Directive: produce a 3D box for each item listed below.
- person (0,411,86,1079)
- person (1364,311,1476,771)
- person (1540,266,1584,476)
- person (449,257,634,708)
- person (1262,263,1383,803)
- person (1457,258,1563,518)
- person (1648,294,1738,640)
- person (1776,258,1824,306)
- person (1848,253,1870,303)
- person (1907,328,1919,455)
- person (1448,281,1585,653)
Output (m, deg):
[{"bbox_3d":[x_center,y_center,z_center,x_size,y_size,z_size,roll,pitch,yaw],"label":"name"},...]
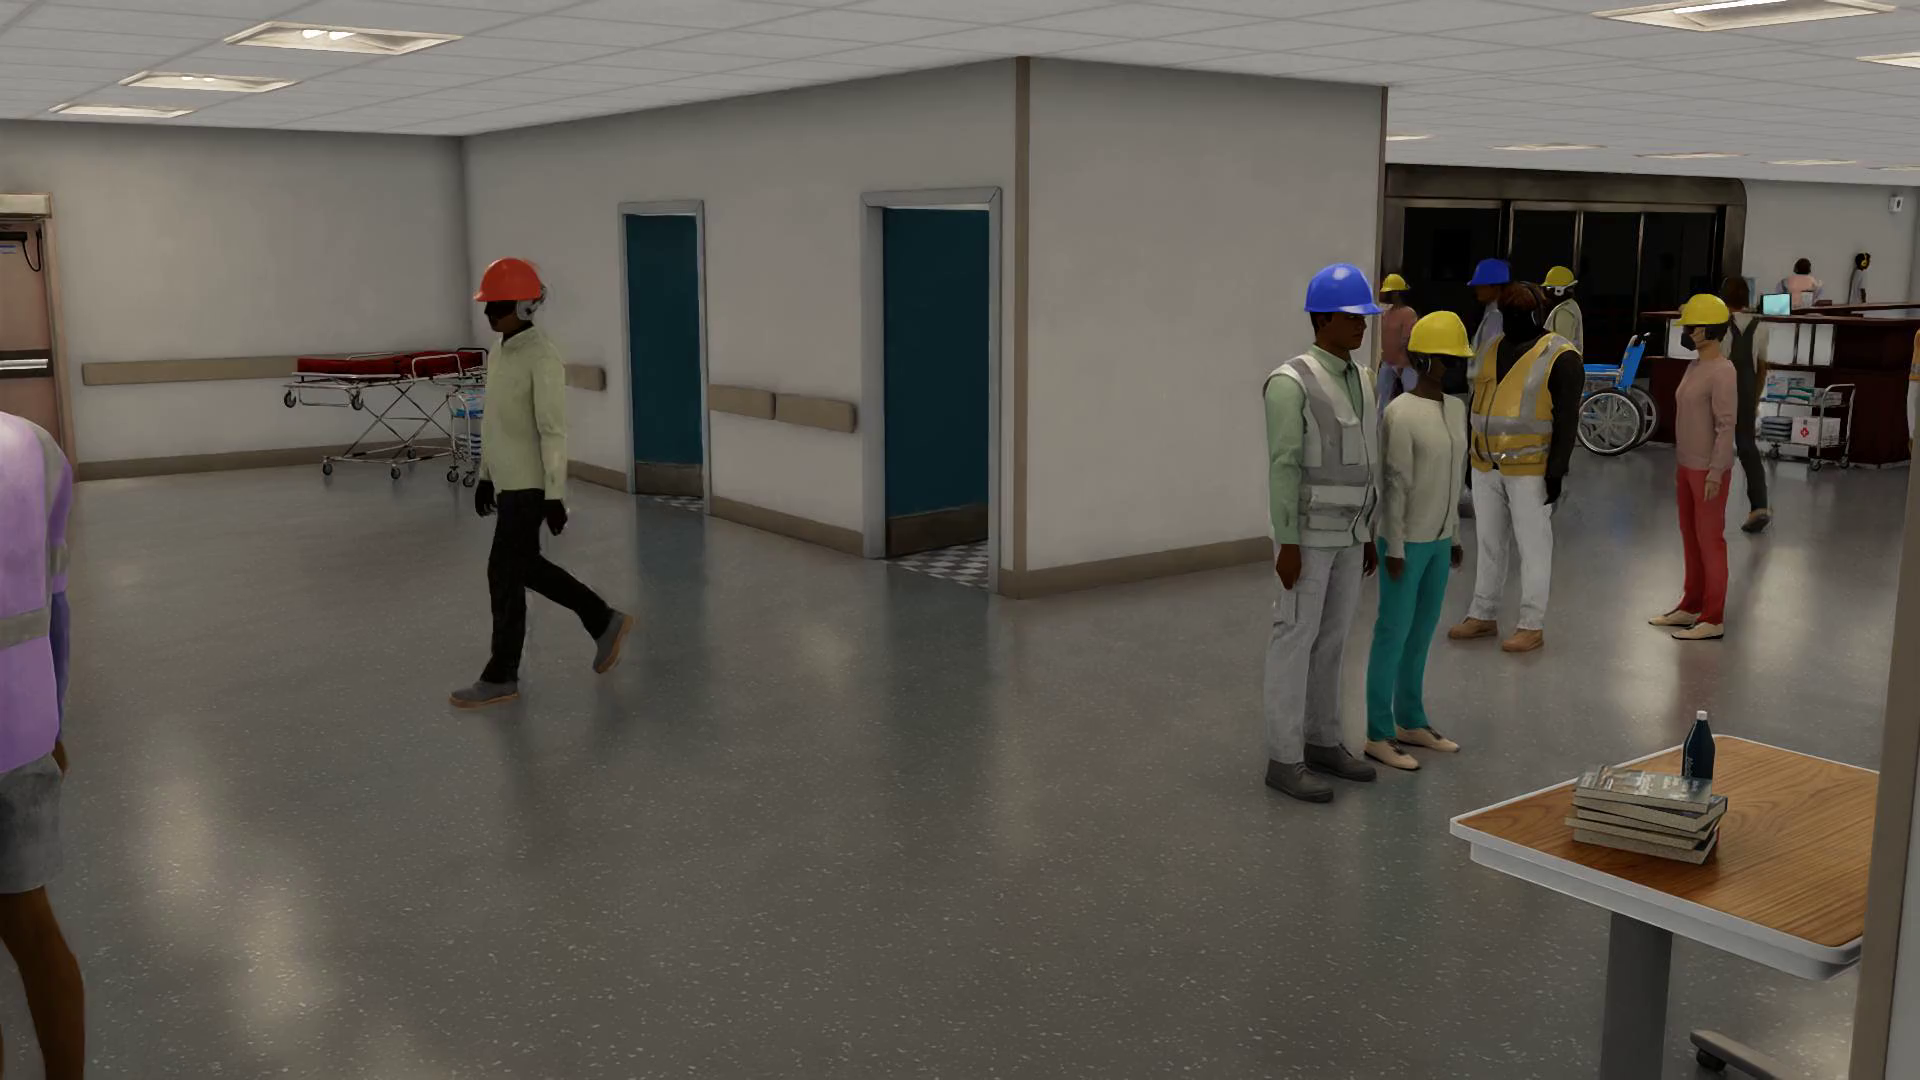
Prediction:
[{"bbox_3d":[-2.069,0.414,3.403,0.411,2.033,0.613,1,10,8],"label":"person"},{"bbox_3d":[1.810,-0.002,6.471,0.331,1.765,0.531,10,14,44],"label":"person"},{"bbox_3d":[5.227,-1.471,14.549,0.404,1.825,0.599,4,11,20],"label":"person"},{"bbox_3d":[-1.892,-0.272,7.431,0.852,1.966,0.624,-6,12,-31],"label":"person"},{"bbox_3d":[1.342,-0.033,6.127,0.386,1.948,0.601,10,14,43],"label":"person"},{"bbox_3d":[3.913,-1.065,12.003,0.831,1.922,0.609,3,10,15],"label":"person"},{"bbox_3d":[3.779,-0.370,8.528,0.329,1.767,0.528,1,10,5],"label":"person"},{"bbox_3d":[12.000,-3.132,23.863,0.631,1.820,0.763,5,11,28],"label":"person"},{"bbox_3d":[15.398,-3.999,28.603,0.319,1.861,0.528,-1,10,-5],"label":"person"},{"bbox_3d":[5.732,-0.631,9.533,0.381,1.927,0.550,-7,12,-34],"label":"person"},{"bbox_3d":[2.763,-0.365,8.308,0.429,1.839,0.623,-6,12,-32],"label":"person"}]
